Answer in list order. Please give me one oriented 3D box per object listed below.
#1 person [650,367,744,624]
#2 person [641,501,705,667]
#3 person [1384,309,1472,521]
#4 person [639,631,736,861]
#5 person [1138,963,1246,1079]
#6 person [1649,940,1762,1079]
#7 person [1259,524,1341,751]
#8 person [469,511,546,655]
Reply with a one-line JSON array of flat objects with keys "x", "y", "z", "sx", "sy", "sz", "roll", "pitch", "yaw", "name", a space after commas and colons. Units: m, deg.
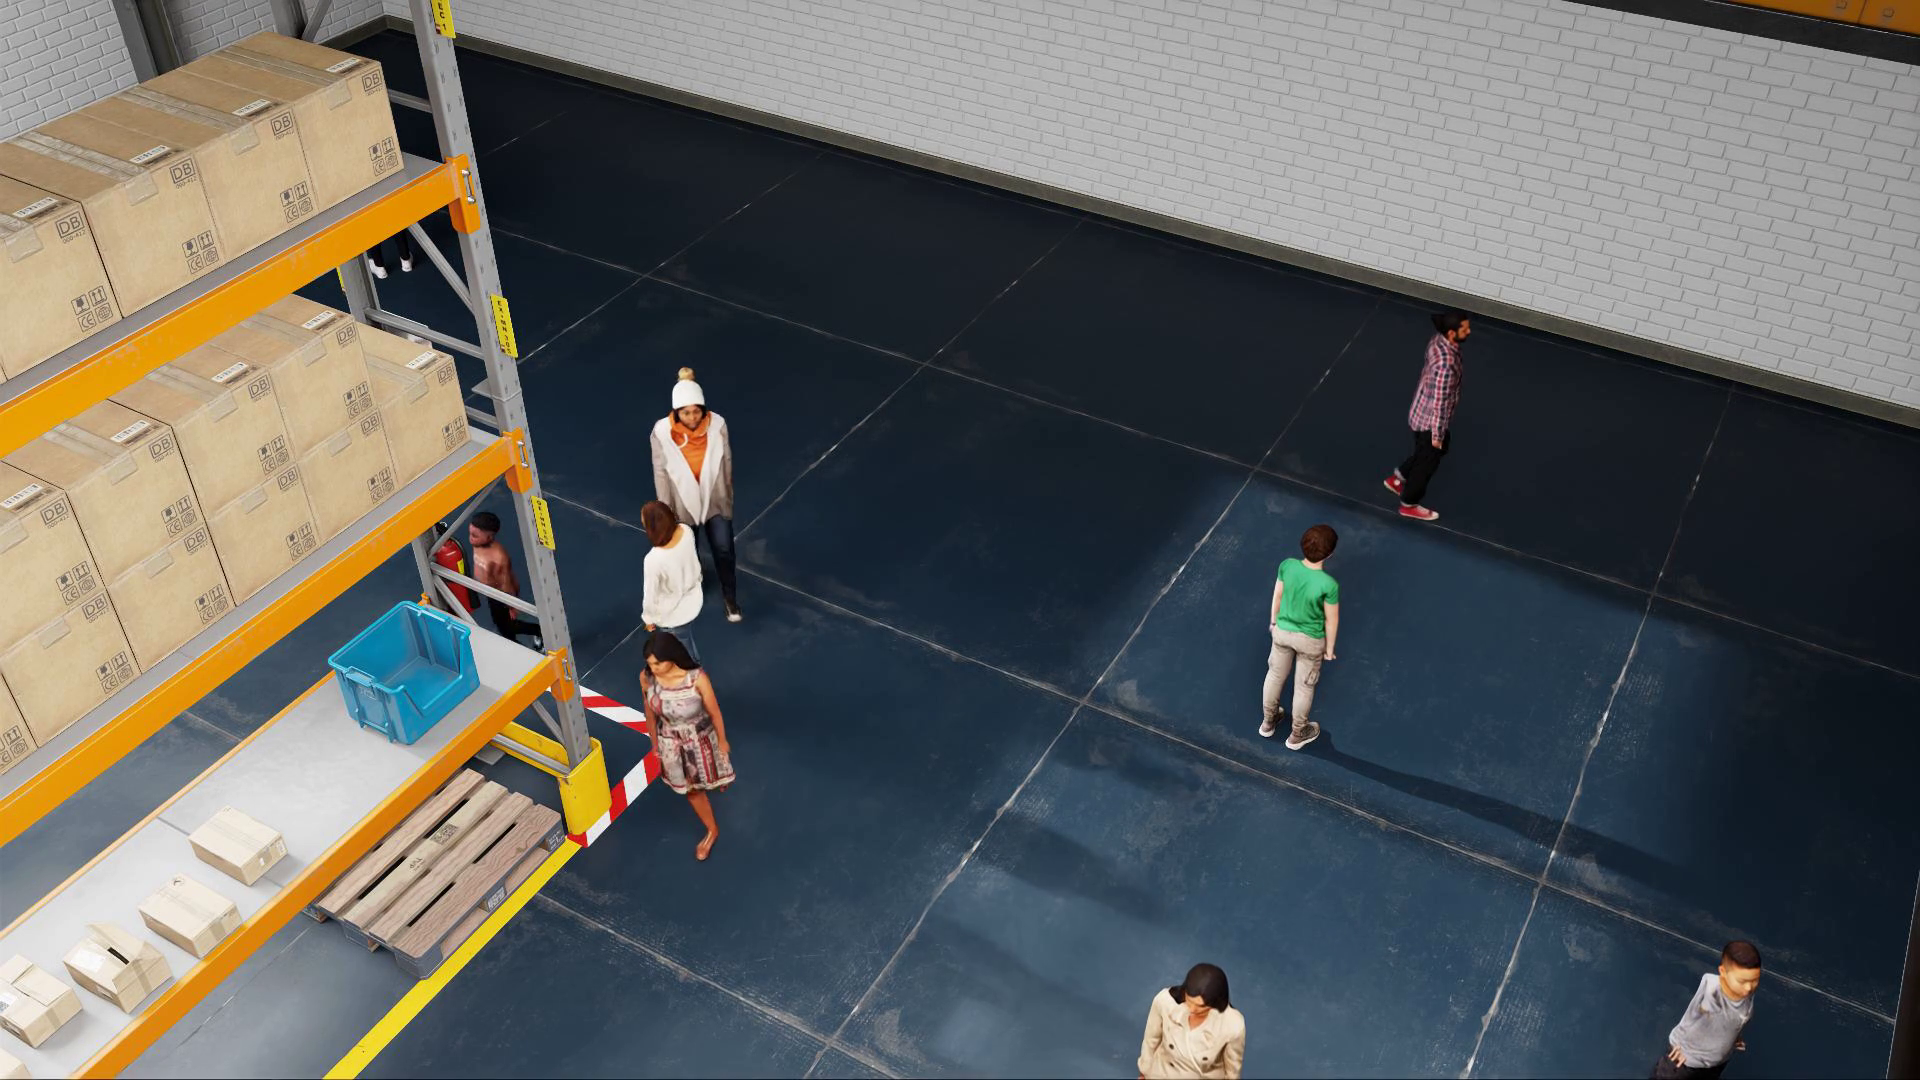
[{"x": -1.790, "y": -0.400, "z": 11.239, "sx": 1.051, "sy": 1.862, "sz": 1.127, "roll": -8, "pitch": 39, "yaw": -10, "name": "person"}, {"x": -1.680, "y": 0.447, "z": 10.334, "sx": 0.683, "sy": 1.667, "sz": 0.536, "roll": 19, "pitch": 43, "yaw": 23, "name": "person"}, {"x": 3.329, "y": -0.910, "z": 11.963, "sx": 0.872, "sy": 1.755, "sz": 0.738, "roll": 6, "pitch": 39, "yaw": 7, "name": "person"}, {"x": -1.549, "y": 1.082, "z": 9.578, "sx": 0.832, "sy": 1.619, "sz": 0.975, "roll": 3, "pitch": 39, "yaw": 4, "name": "person"}, {"x": 1.067, "y": 2.503, "z": 7.749, "sx": 0.657, "sy": 1.681, "sz": 0.546, "roll": 16, "pitch": 41, "yaw": 19, "name": "person"}, {"x": 3.607, "y": 2.403, "z": 8.055, "sx": 0.649, "sy": 1.456, "sz": 0.701, "roll": -8, "pitch": 39, "yaw": -10, "name": "person"}, {"x": 2.079, "y": 0.586, "z": 10.173, "sx": 0.622, "sy": 1.651, "sz": 0.564, "roll": 26, "pitch": 45, "yaw": 29, "name": "person"}, {"x": -2.934, "y": 0.312, "z": 10.843, "sx": 0.745, "sy": 1.244, "sz": 0.644, "roll": -29, "pitch": 47, "yaw": -31, "name": "person"}]
